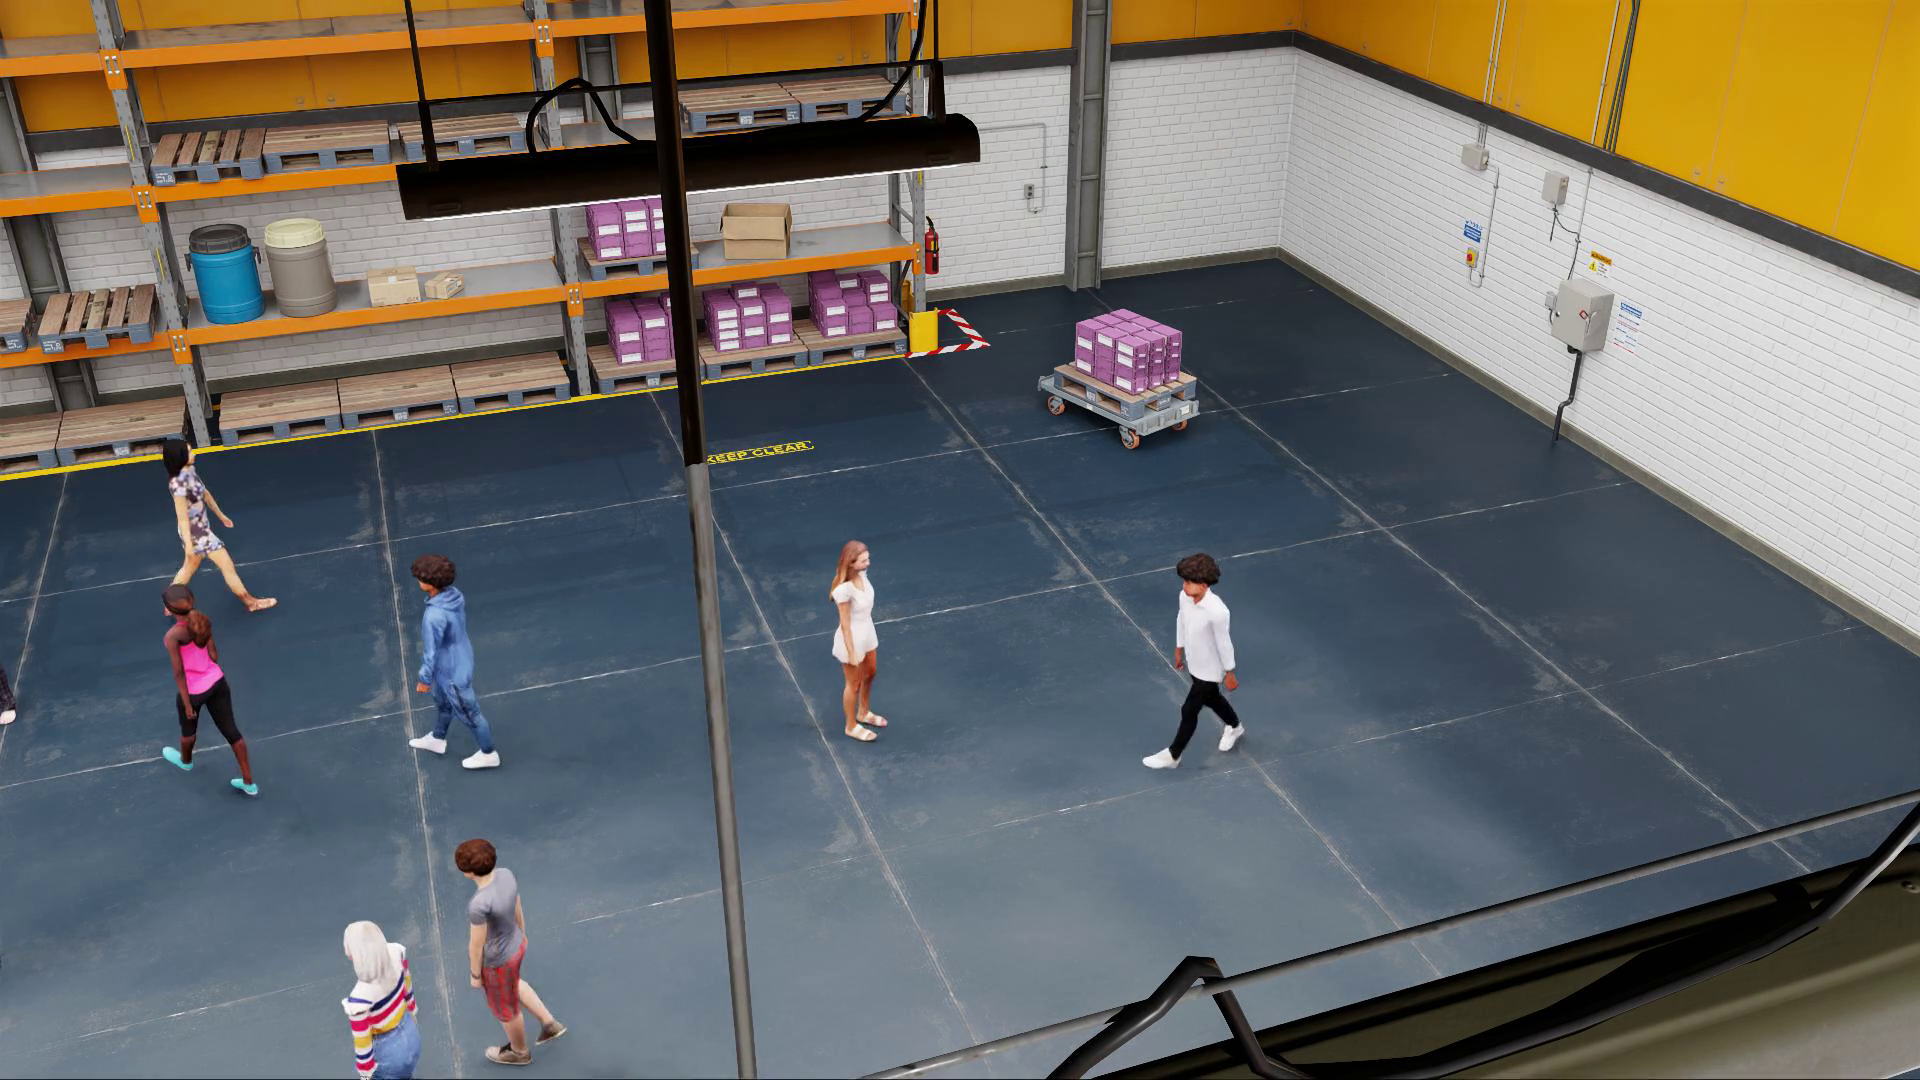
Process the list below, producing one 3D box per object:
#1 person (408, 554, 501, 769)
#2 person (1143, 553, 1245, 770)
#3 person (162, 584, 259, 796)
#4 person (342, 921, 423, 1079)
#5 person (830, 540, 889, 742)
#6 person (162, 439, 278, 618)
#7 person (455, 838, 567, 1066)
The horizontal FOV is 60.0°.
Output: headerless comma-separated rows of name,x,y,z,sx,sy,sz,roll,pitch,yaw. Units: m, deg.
person,-3.642,0.922,12.206,1.049,1.783,0.865,-1,29,-2
person,1.887,0.890,12.291,1.171,1.757,0.775,-17,33,-28
person,-5.376,1.117,11.959,1.094,1.677,1.077,15,32,25
person,-2.966,2.731,8.877,0.978,1.795,0.898,8,30,14
person,-0.818,0.753,12.613,0.739,1.690,0.682,12,31,22
person,-6.544,-0.045,14.078,1.141,1.687,0.636,-8,30,-15
person,-2.577,2.422,9.606,0.841,1.640,0.755,7,29,13
